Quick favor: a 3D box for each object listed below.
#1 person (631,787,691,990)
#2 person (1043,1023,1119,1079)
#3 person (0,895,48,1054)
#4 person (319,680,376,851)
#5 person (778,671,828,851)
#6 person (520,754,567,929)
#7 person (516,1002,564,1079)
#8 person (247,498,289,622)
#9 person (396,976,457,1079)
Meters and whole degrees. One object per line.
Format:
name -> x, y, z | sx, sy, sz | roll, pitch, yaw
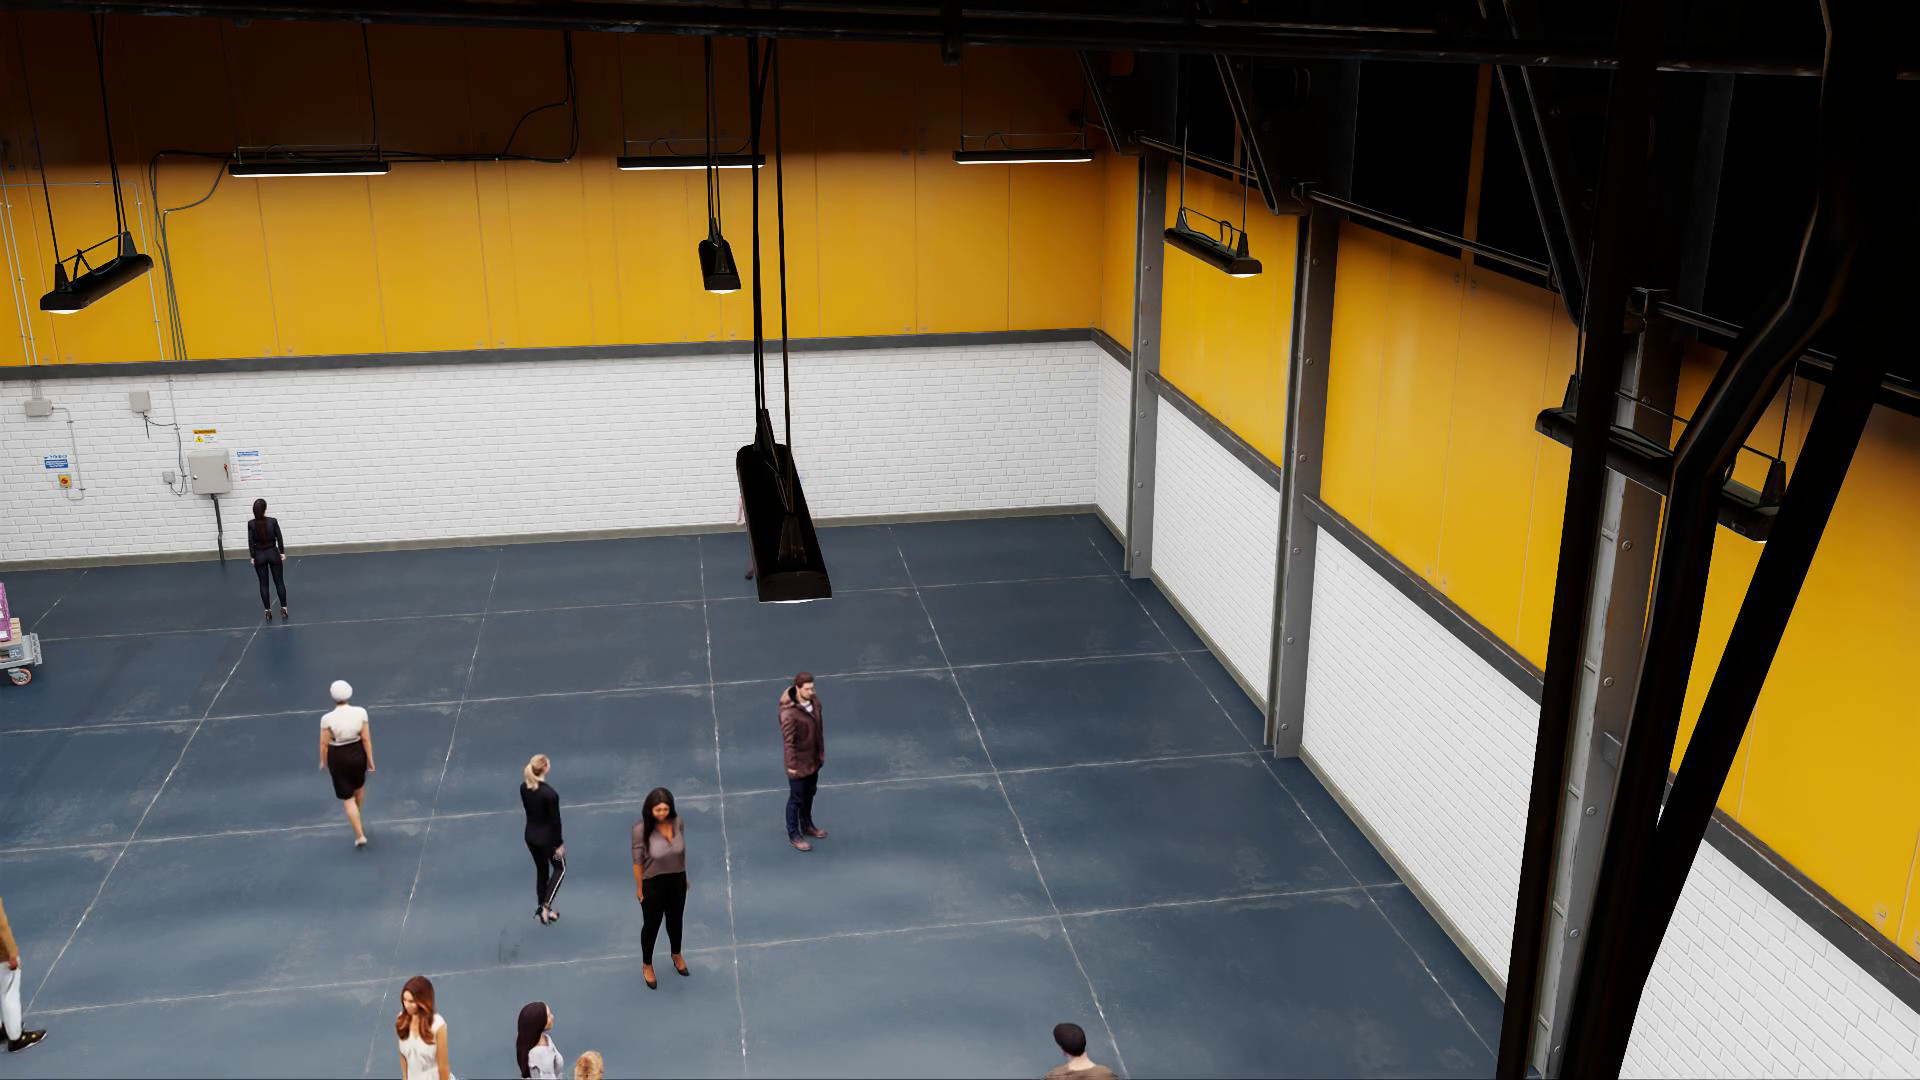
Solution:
person -> -2.568, 2.950, 14.281 | 0.744, 1.837, 0.756 | -14, 23, -36
person -> 0.840, 4.075, 10.931 | 0.828, 1.844, 0.712 | 5, 19, 15
person -> -7.770, 3.271, 13.360 | 0.724, 1.817, 0.759 | 10, 21, 26
person -> -6.040, 2.268, 16.486 | 0.916, 1.723, 1.110 | -14, 23, -36
person -> -1.572, 2.165, 16.602 | 0.929, 1.844, 0.847 | 10, 21, 28
person -> -3.825, 2.768, 15.046 | 0.768, 1.694, 0.829 | 9, 21, 25
person -> -2.926, 3.950, 11.633 | 0.736, 1.633, 0.604 | -13, 23, -34
person -> -9.363, 0.252, 22.492 | 0.613, 1.711, 0.531 | -7, 20, -19
person -> -3.686, 3.832, 11.762 | 0.710, 1.774, 0.757 | 7, 20, 20
